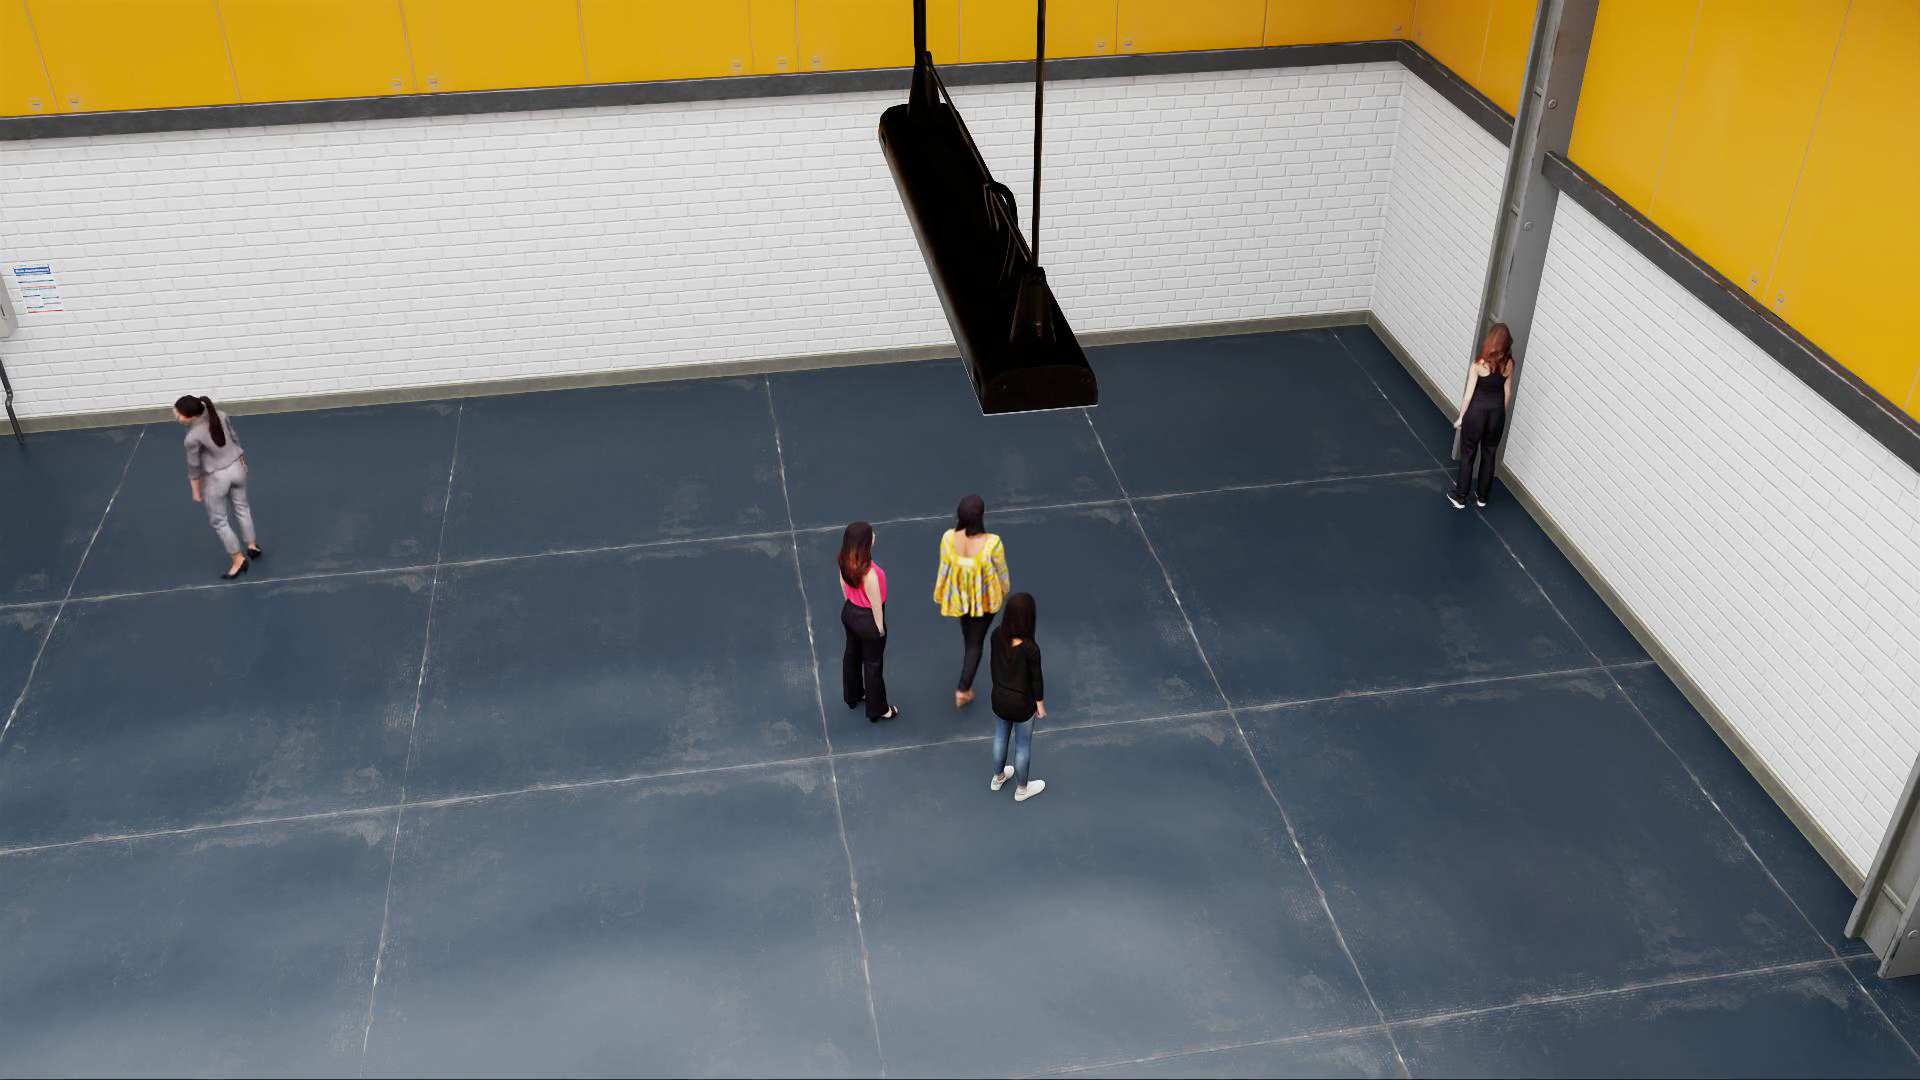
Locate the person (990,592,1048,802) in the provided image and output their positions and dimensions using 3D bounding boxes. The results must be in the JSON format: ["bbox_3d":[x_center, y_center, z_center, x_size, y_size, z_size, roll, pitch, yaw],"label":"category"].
[{"bbox_3d":[0.373,1.054,11.258,0.646,1.646,0.715,23,40,31],"label":"person"}]

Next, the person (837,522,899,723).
[{"bbox_3d":[-0.683,0.574,11.967,0.722,1.659,0.611,-24,41,-32],"label":"person"}]

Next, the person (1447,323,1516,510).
[{"bbox_3d":[4.529,-1.070,14.360,0.598,1.748,0.543,-2,34,-4],"label":"person"}]

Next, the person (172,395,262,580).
[{"bbox_3d":[-5.995,-0.503,13.592,0.871,1.654,0.773,27,42,34],"label":"person"}]

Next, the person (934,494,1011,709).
[{"bbox_3d":[0.070,0.480,12.154,1.032,1.609,1.169,13,36,19],"label":"person"}]
